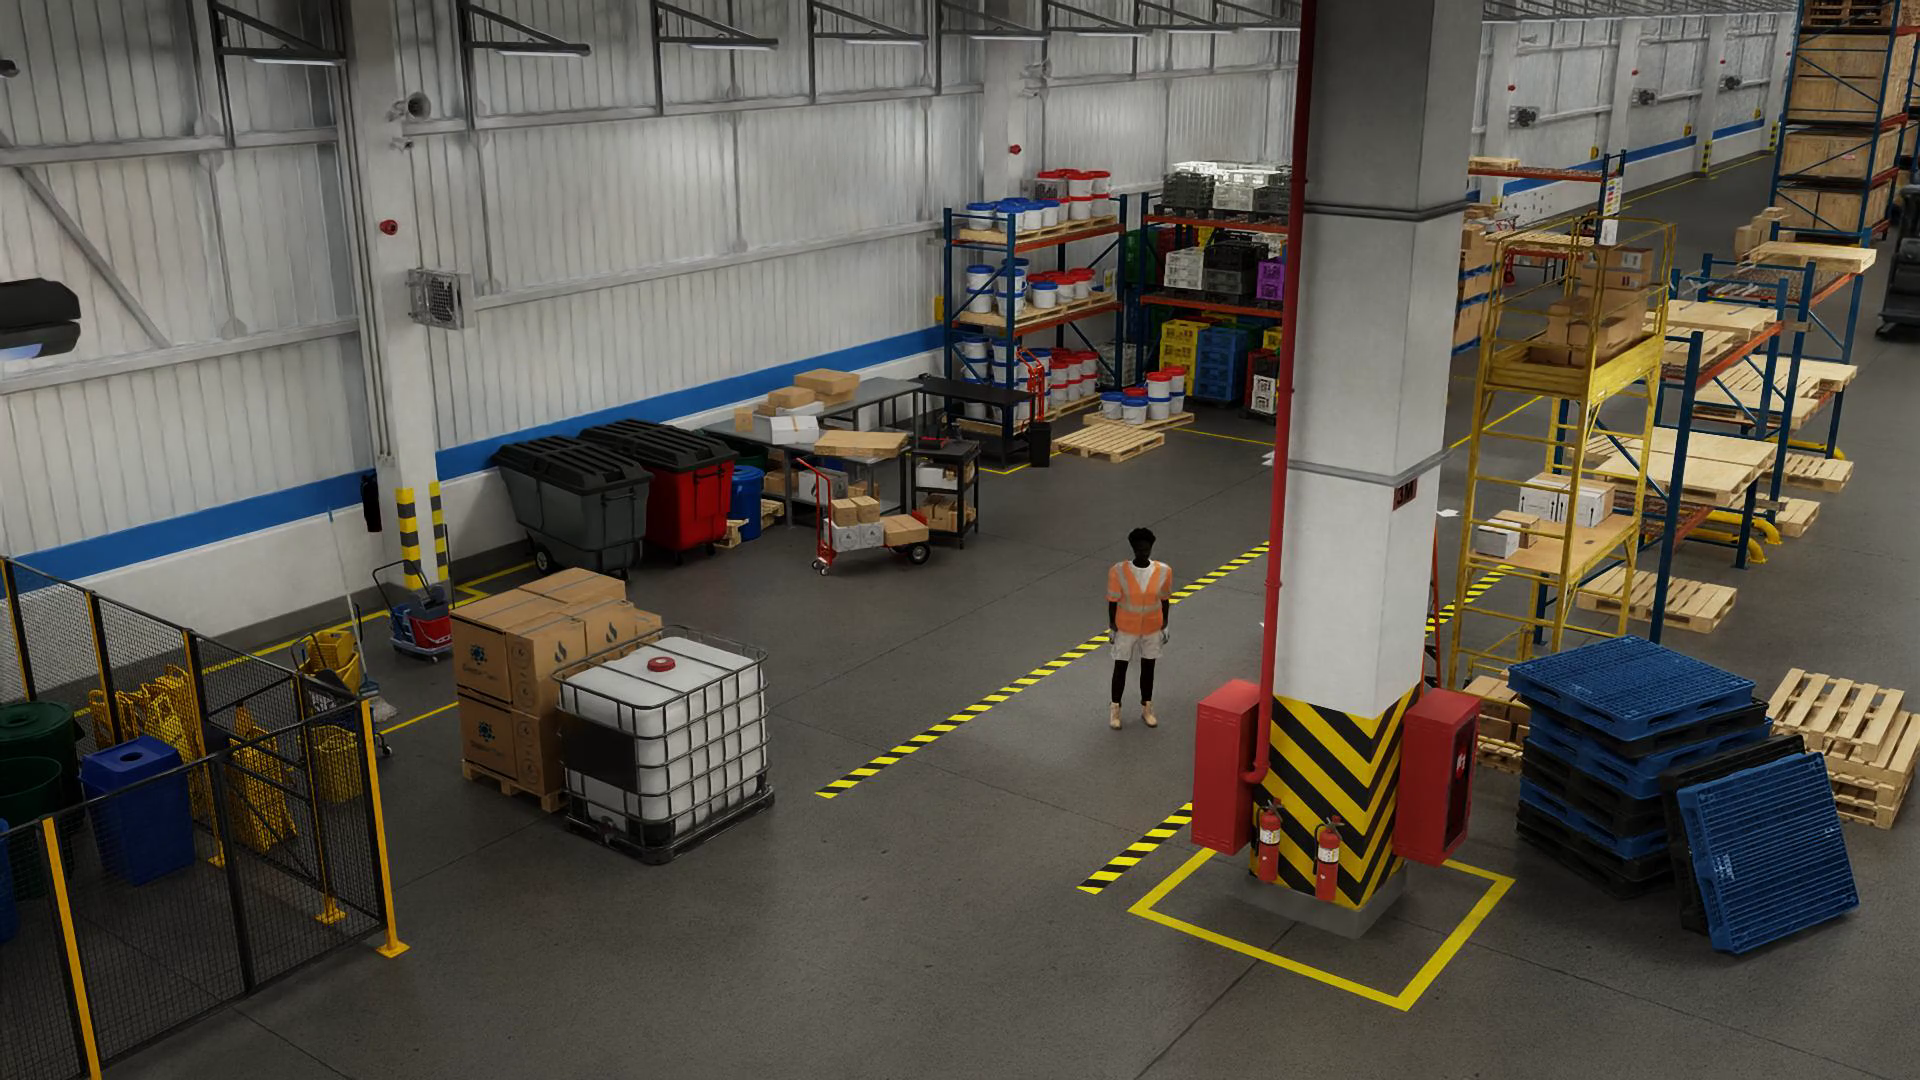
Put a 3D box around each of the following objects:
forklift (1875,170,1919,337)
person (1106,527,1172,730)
[{"bbox_3d":[16.866,-4.965,28.815,1.129,2.768,1.873,13,22,34],"label":"forklift"},{"bbox_3d":[1.433,0.702,13.341,0.536,1.696,0.322,-2,18,-6],"label":"person"}]
